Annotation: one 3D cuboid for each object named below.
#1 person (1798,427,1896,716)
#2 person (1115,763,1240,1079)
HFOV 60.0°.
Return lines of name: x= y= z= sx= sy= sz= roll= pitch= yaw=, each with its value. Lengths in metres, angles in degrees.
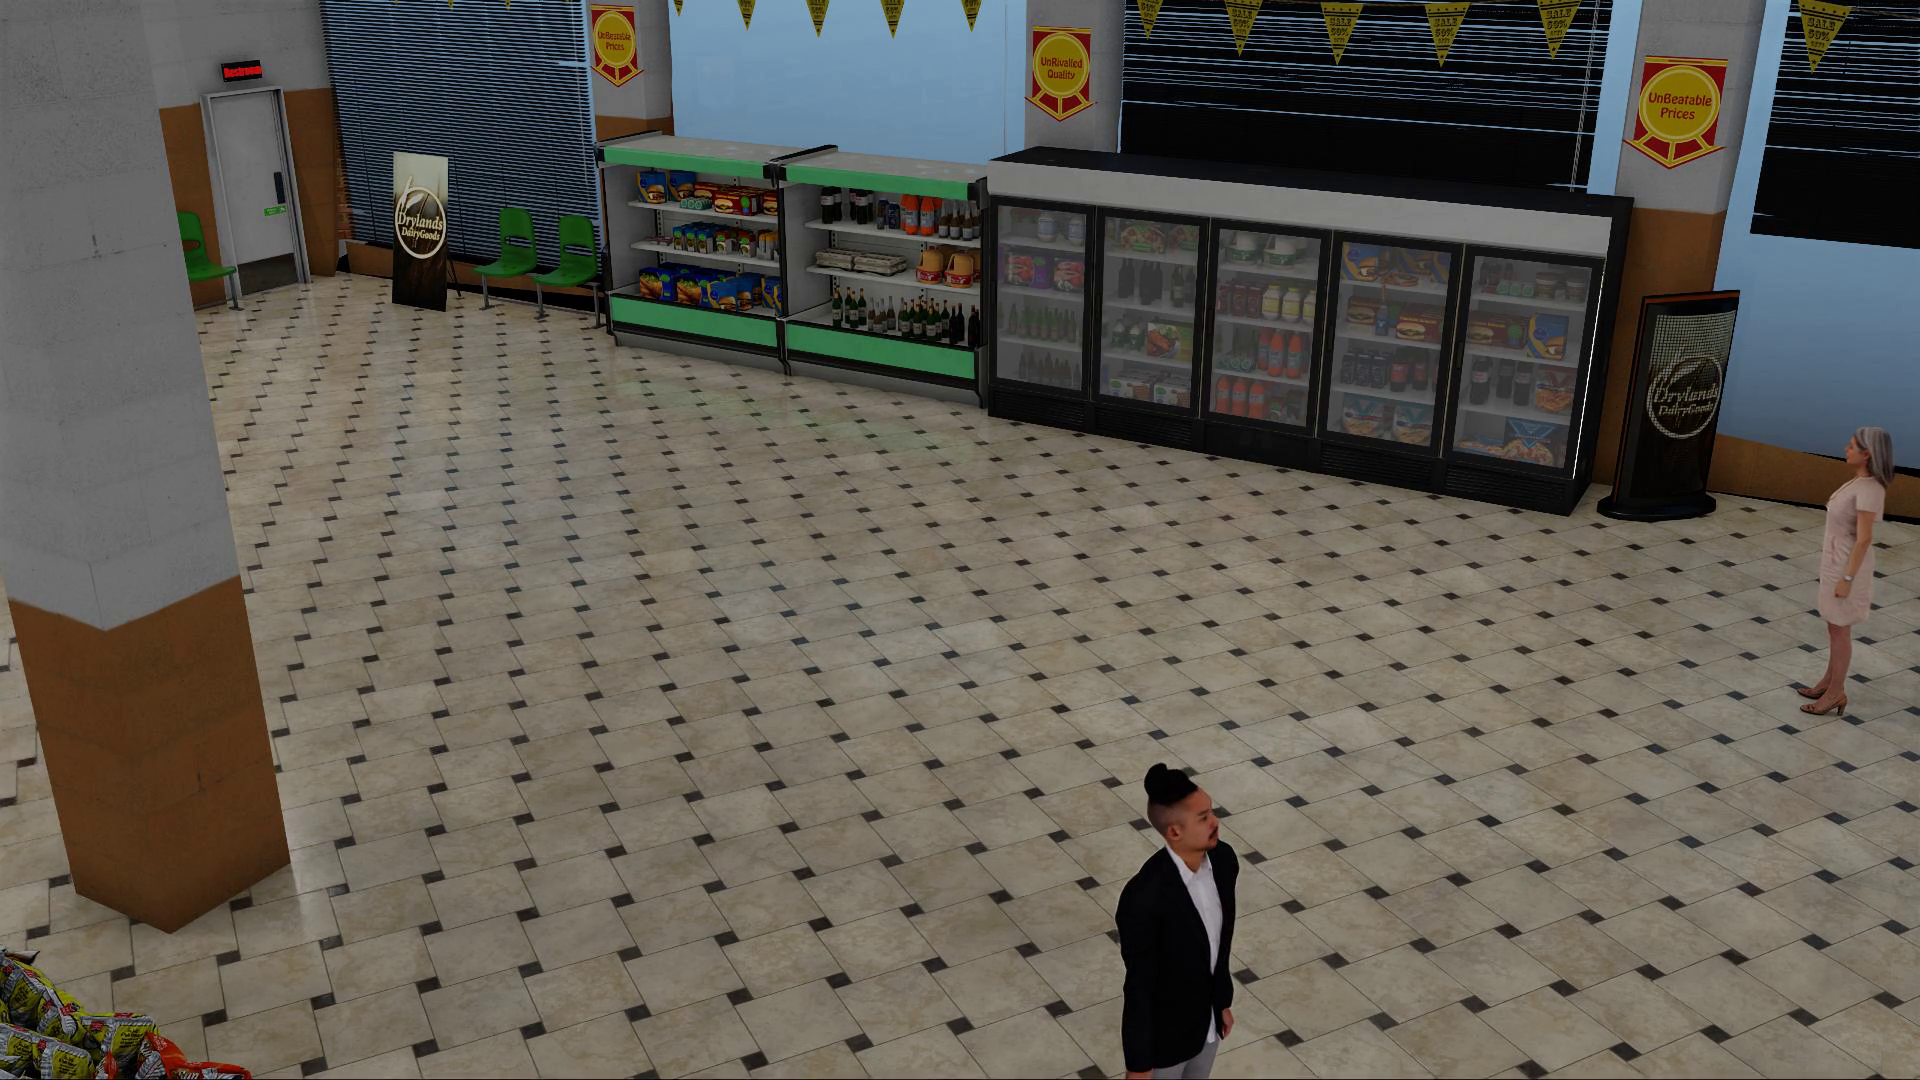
person: x=5.085 y=0.183 z=9.530 sx=0.573 sy=1.735 sz=0.617 roll=9 pitch=24 yaw=22
person: x=0.726 y=1.612 z=5.695 sx=0.772 sy=1.942 sz=0.693 roll=-20 pitch=29 yaw=-41
